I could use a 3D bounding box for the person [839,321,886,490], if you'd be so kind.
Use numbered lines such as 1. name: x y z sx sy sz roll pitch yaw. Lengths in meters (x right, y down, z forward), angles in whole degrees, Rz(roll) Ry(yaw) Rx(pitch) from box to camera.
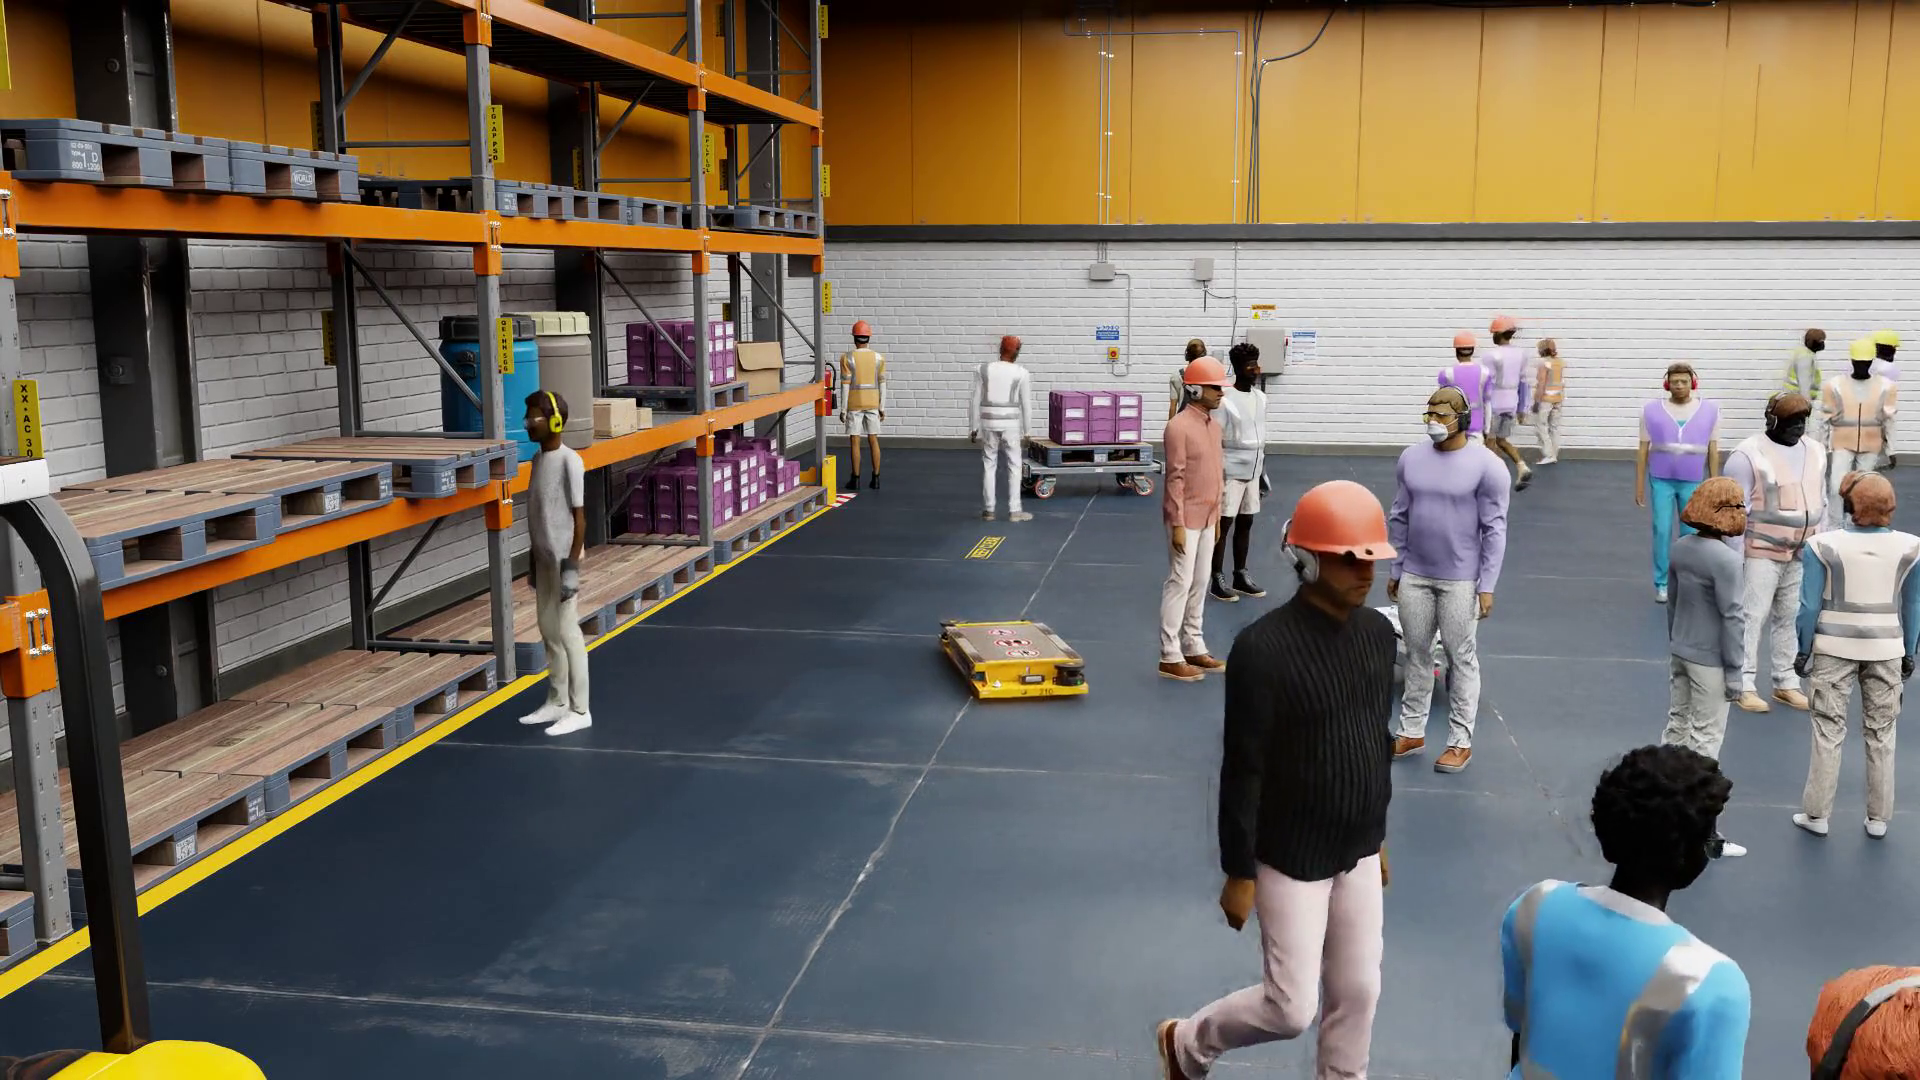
1. person: -1.125 -1.538 19.054 0.553 1.935 0.361 -4 10 -22

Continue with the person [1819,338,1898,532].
1. person: 7.929 -0.815 14.677 0.606 1.905 0.659 4 10 21

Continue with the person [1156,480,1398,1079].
1. person: 0.908 0.805 4.500 0.622 1.978 0.675 -7 12 -38

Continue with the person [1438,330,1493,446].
1. person: 5.069 -1.148 16.714 0.552 1.915 0.824 1 9 9

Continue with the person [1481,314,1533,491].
1. person: 6.028 -1.481 18.433 0.610 2.027 0.602 -5 10 -27

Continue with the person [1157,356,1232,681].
1. person: 1.458 -0.132 10.250 0.399 1.990 0.617 6 11 35

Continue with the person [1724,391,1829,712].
1. person: 4.655 0.068 9.483 0.628 1.836 0.428 -2 9 -13

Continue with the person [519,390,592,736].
1. person: -2.211 0.120 9.038 0.318 1.871 0.525 -8 12 -41

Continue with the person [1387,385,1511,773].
1. person: 2.428 0.192 8.377 0.371 1.941 0.627 -8 12 -42

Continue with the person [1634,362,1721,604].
1. person: 5.401 -0.431 12.553 0.588 1.826 0.445 3 10 19

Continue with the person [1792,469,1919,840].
1. person: 3.950 0.509 7.329 0.513 1.645 0.307 2 9 11

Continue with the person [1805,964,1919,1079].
1. person: 0.909 1.320 1.625 0.599 1.866 0.422 1 9 3

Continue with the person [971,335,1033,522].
1. person: 0.433 -1.108 16.633 0.674 1.865 0.374 2 9 13

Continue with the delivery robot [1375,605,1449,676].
1. delivery robot: 2.734 0.569 10.021 0.477 0.478 0.707 -1 9 -9

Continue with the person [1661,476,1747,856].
1. person: 3.228 0.536 7.197 0.284 1.633 0.497 -1 9 -6

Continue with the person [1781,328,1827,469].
1. person: 10.403 -1.710 20.538 0.804 1.797 0.647 6 11 34

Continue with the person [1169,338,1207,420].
1. person: 2.297 -1.046 16.298 0.506 1.847 0.350 4 10 21

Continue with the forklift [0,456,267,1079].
1. forklift: -2.328 0.975 2.765 2.313 2.155 1.214 1 9 9

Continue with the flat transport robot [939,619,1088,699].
1. flat transport robot: 0.304 0.711 10.303 0.652 0.197 1.431 -2 9 -10

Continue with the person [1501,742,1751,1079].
1. person: 1.133 1.190 3.001 0.451 1.673 0.555 -4 10 -25

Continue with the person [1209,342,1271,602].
1. person: 2.133 -0.520 12.679 0.603 1.967 0.366 -7 12 -38

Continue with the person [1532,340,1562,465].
1. person: 7.604 -1.765 21.452 0.566 1.622 0.358 -8 12 -40

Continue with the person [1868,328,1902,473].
1. person: 9.548 -1.256 17.401 0.626 1.908 0.592 -1 9 -8
